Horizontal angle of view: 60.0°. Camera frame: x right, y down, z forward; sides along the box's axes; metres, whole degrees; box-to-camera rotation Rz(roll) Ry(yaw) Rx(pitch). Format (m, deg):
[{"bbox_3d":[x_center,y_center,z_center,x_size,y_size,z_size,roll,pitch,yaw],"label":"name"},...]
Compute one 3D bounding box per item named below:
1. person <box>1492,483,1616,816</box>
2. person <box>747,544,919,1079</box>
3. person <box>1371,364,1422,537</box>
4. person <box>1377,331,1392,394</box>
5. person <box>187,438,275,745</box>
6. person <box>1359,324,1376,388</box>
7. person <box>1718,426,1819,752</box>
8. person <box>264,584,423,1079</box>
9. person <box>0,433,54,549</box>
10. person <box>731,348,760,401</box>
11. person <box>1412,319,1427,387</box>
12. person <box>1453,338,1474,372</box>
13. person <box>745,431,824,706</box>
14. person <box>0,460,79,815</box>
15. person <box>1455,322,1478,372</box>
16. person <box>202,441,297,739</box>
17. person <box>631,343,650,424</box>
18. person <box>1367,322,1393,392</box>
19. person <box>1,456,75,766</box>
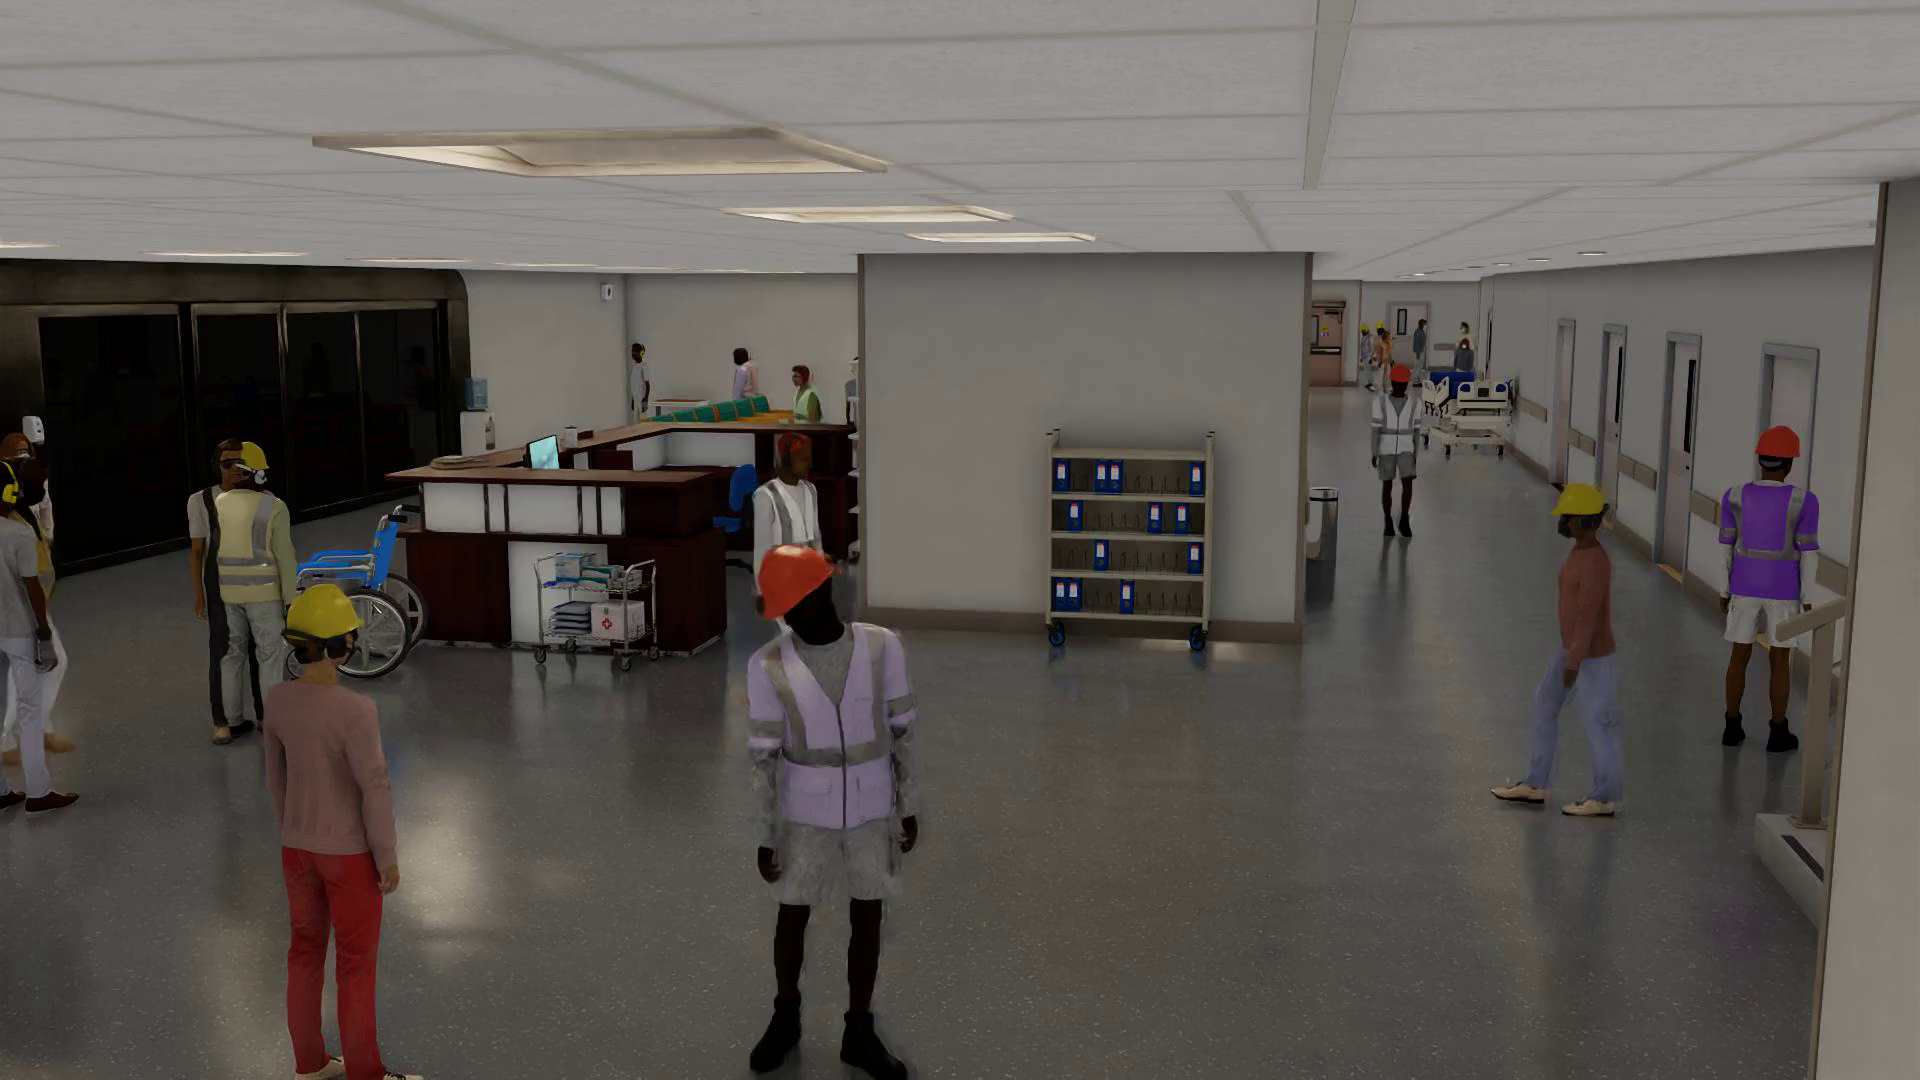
[{"bbox_3d":[3.101,0.574,8.623,0.711,1.741,0.547,1,9,8],"label":"person"},{"bbox_3d":[-0.463,0.935,5.771,0.630,1.898,0.483,-2,9,-13],"label":"person"},{"bbox_3d":[4.822,-0.977,18.391,0.550,1.917,0.594,1,9,8],"label":"person"},{"bbox_3d":[11.141,-4.645,43.619,0.520,1.645,0.307,-6,11,-36],"label":"person"},{"bbox_3d":[-4.380,0.306,10.093,0.507,1.847,0.345,-6,10,-33],"label":"person"},{"bbox_3d":[11.294,-5.092,46.092,0.472,1.792,0.671,-2,9,-10],"label":"person"},{"bbox_3d":[4.799,0.290,9.895,0.547,1.937,0.363,7,11,39],"label":"person"},{"bbox_3d":[-2.094,1.024,5.587,0.525,1.772,0.306,4,10,27],"label":"person"},{"bbox_3d":[-7.395,-0.034,13.099,0.285,1.627,0.504,6,10,33],"label":"person"},{"bbox_3d":[-3.458,-2.181,26.724,0.523,1.808,0.653,1,9,8],"label":"person"},{"bbox_3d":[12.894,-5.239,46.645,0.386,1.928,0.636,4,9,25],"label":"person"},{"bbox_3d":[12.034,-4.044,39.812,0.502,1.579,0.820,4,10,27],"label":"person"},{"bbox_3d":[-1.037,0.266,10.264,0.404,1.870,0.591,4,10,27],"label":"person"},{"bbox_3d":[-4.957,0.510,8.684,0.508,1.865,0.329,1,9,9],"label":"person"},{"bbox_3d":[13.630,-4.924,44.728,1.006,1.862,0.633,-8,12,-43],"label":"person"},{"bbox_3d":[-4.303,0.317,10.115,0.596,1.825,0.404,1,9,7],"label":"person"},{"bbox_3d":[-5.237,-2.275,27.125,0.321,1.876,0.532,-6,11,-35],"label":"person"},{"bbox_3d":[11.186,-4.884,44.409,0.955,1.873,0.614,-5,10,-28],"label":"person"},{"bbox_3d":[-5.361,0.416,9.501,0.562,1.809,0.659,-2,9,-15],"label":"person"}]
